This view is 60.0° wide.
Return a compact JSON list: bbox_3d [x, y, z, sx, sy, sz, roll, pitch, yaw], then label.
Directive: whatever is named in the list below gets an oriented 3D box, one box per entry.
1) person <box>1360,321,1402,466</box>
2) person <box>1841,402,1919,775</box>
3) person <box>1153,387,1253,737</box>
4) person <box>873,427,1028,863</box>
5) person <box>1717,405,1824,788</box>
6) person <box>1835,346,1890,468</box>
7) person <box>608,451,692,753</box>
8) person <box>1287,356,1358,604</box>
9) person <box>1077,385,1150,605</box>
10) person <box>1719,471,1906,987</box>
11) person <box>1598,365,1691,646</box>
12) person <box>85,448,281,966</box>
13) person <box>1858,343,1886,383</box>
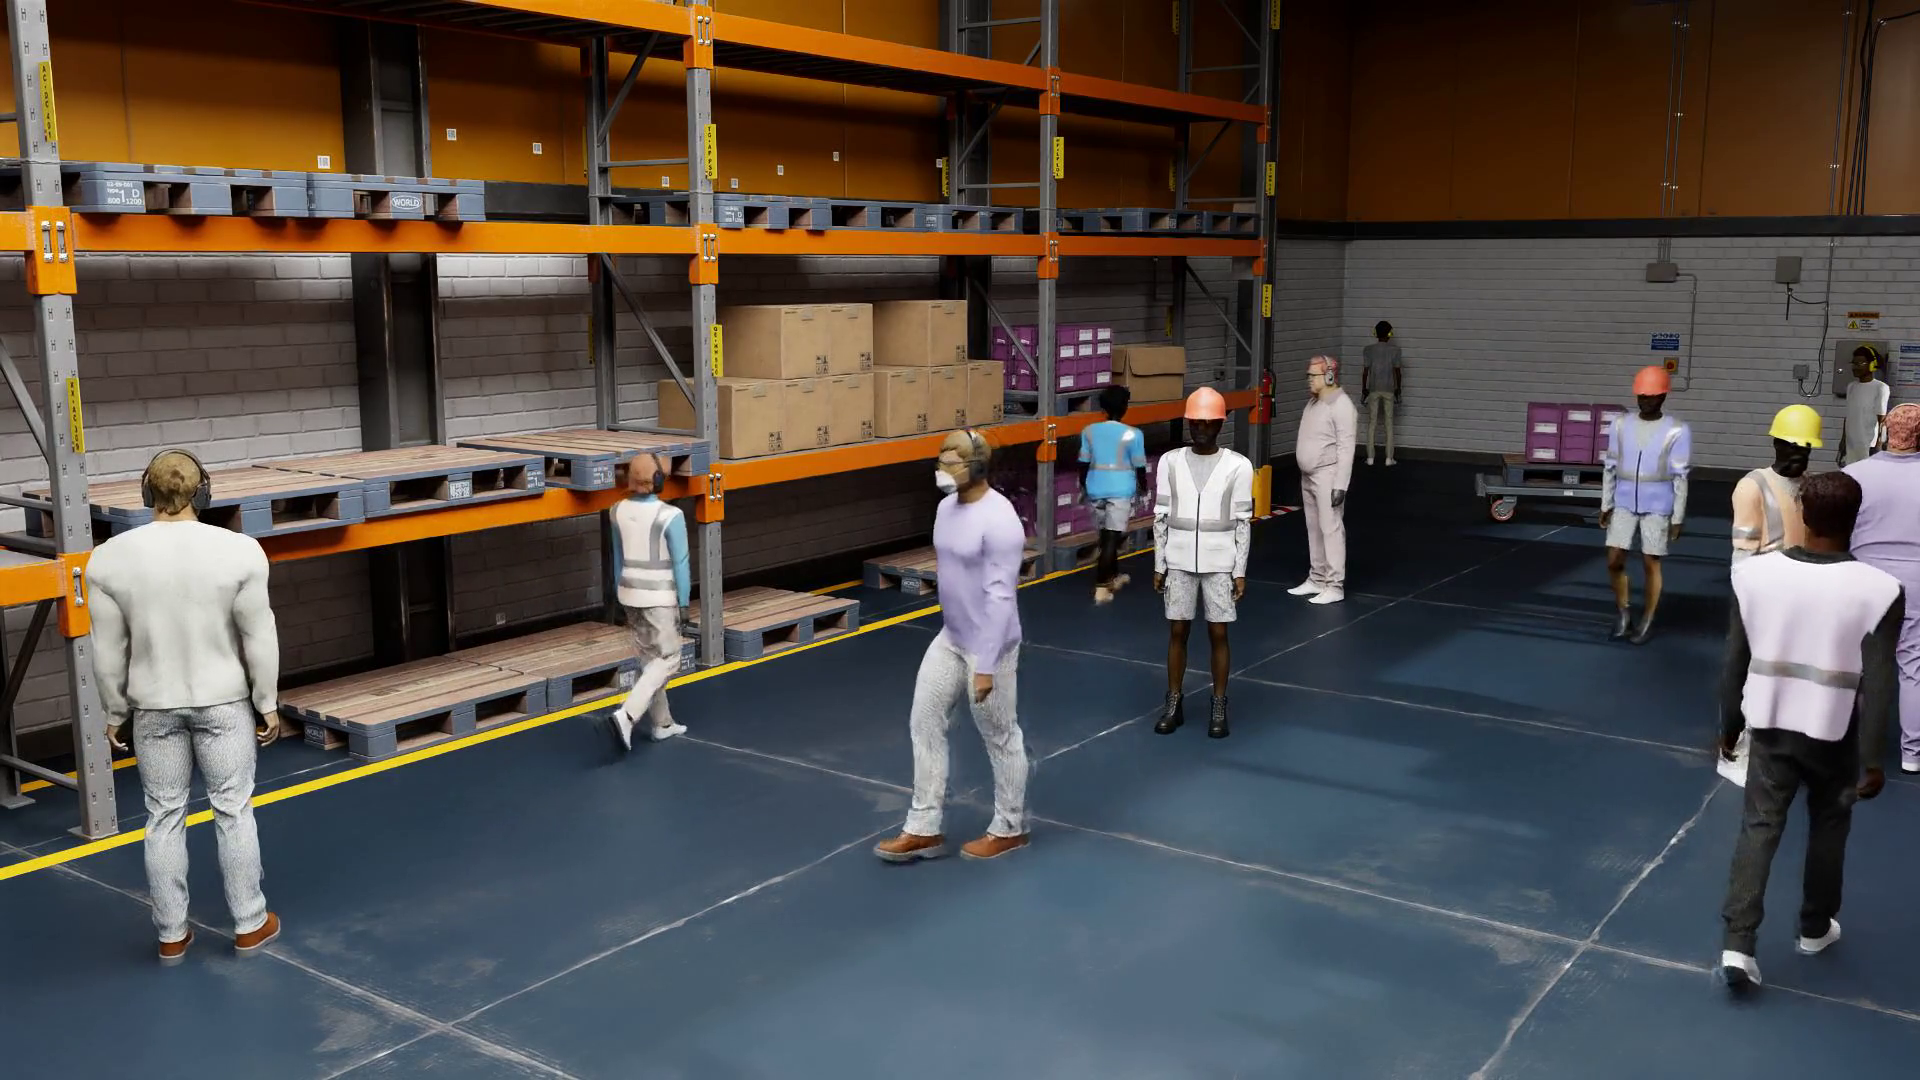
[{"bbox_3d":[5.416,-1.883,21.384,0.517,1.865,0.328,3,10,18],"label":"person"},{"bbox_3d":[4.801,0.248,8.558,0.639,1.910,0.406,6,11,31],"label":"person"},{"bbox_3d":[1.330,0.125,9.192,0.545,1.942,0.353,3,10,17],"label":"person"},{"bbox_3d":[-0.044,0.484,7.125,0.810,1.913,0.653,-5,11,-30],"label":"person"},{"bbox_3d":[4.086,0.280,8.324,0.590,1.920,0.386,-5,11,-30],"label":"person"},{"bbox_3d":[8.154,-0.819,15.064,0.316,1.861,0.514,-2,10,-9],"label":"person"},{"bbox_3d":[-1.689,0.340,8.889,0.520,1.616,0.645,6,11,31],"label":"person"},{"bbox_3d":[2.777,-0.463,12.804,0.403,1.904,0.652,-2,10,-13],"label":"person"},{"bbox_3d":[1.239,-0.363,12.882,0.551,1.662,0.802,7,12,35],"label":"person"},{"bbox_3d":[3.068,0.680,6.072,0.600,1.882,0.943,8,13,41],"label":"person"},{"bbox_3d":[4.638,-0.225,11.308,0.599,1.926,0.487,8,12,40],"label":"person"},{"bbox_3d":[-2.875,0.625,6.222,0.633,1.938,0.356,-2,10,-14],"label":"person"},{"bbox_3d":[9.893,-1.285,18.203,0.484,1.735,0.308,-8,12,-39],"label":"person"}]
